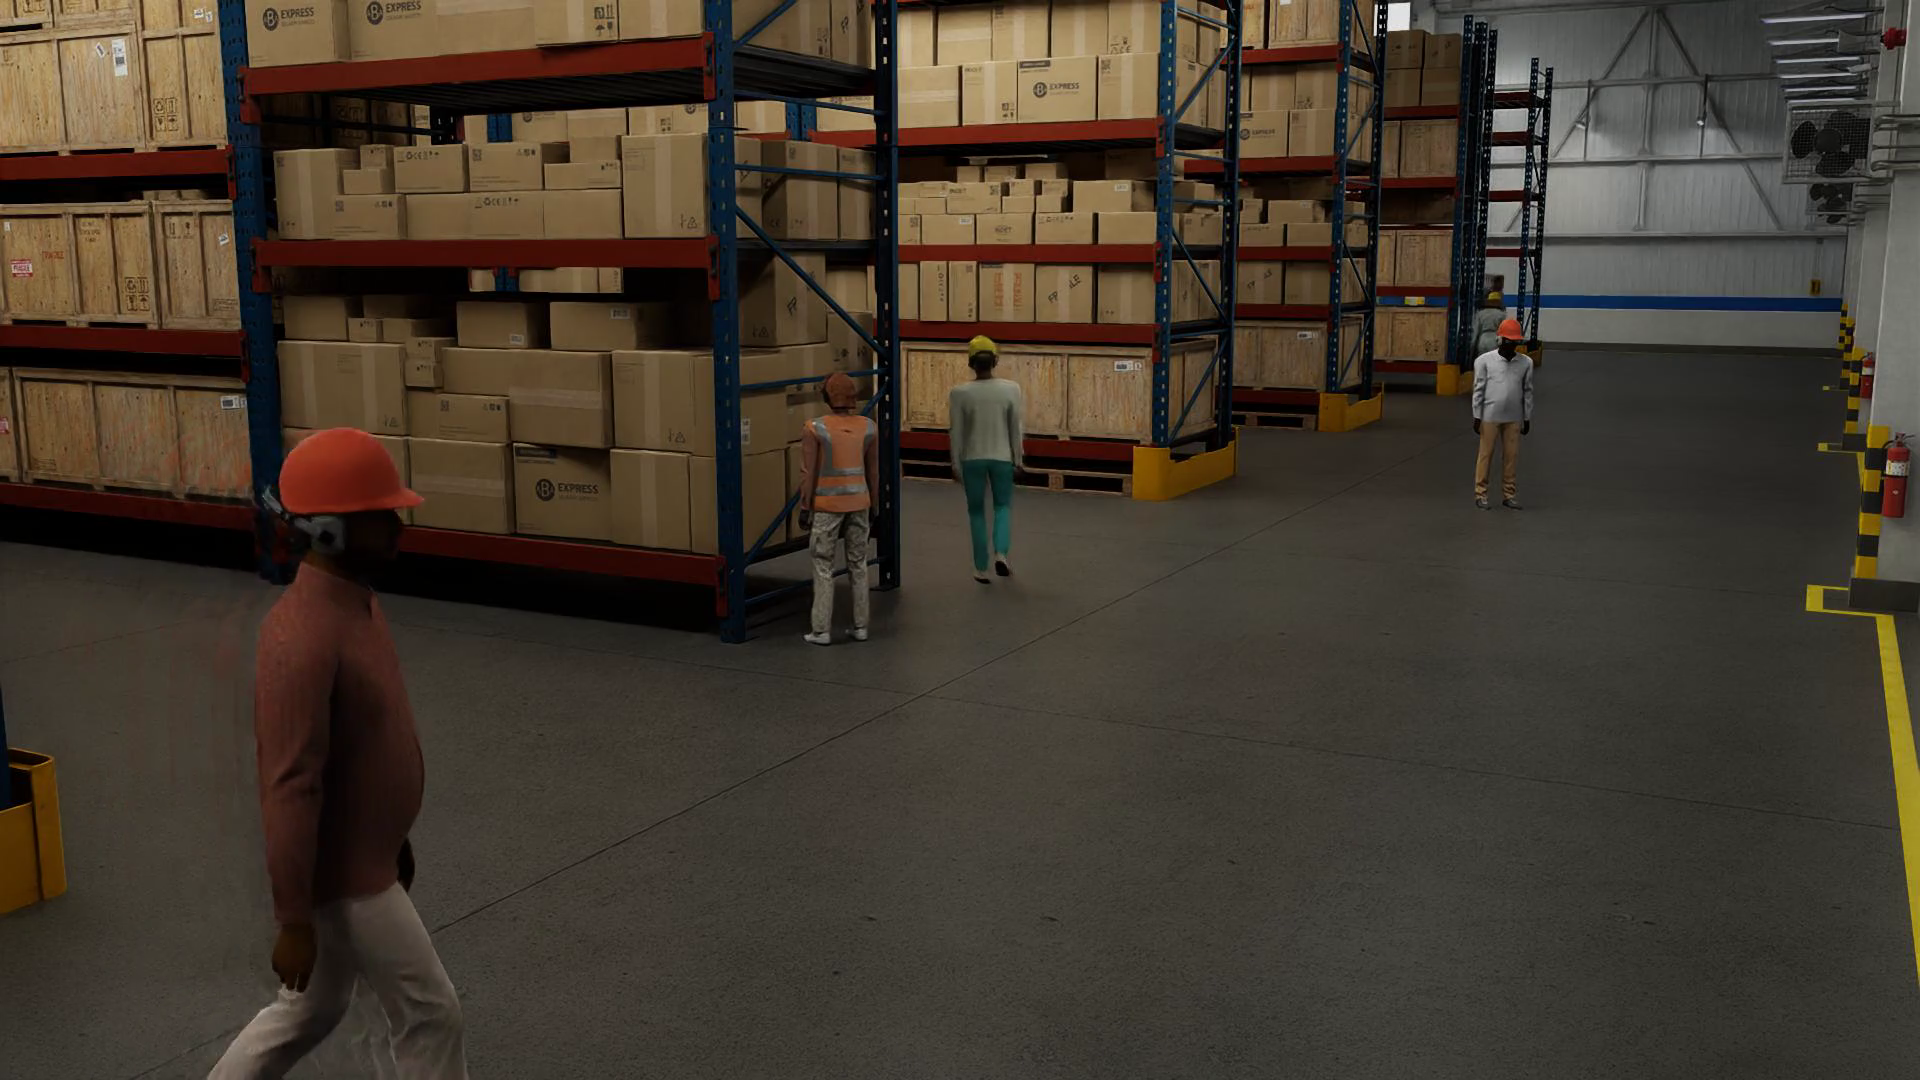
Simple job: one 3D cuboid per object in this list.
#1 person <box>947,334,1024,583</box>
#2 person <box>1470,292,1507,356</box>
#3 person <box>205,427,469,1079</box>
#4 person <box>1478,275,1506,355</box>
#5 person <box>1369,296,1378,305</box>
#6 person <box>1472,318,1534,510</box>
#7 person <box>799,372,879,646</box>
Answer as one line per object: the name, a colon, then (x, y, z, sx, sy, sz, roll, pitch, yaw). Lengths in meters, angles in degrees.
person: (0.176, -0.571, 11.773, 0.535, 1.753, 0.381, -1, 10, -7)
person: (8.545, -3.123, 26.755, 0.587, 1.687, 0.829, 6, 12, 31)
person: (-1.458, 0.714, 3.796, 0.985, 1.960, 0.619, -2, 10, -12)
person: (11.595, -4.804, 36.036, 0.990, 1.860, 0.654, 6, 11, 31)
person: (9.402, -5.190, 38.321, 0.449, 1.827, 0.600, 7, 12, 34)
person: (4.942, -1.139, 15.131, 0.563, 1.743, 0.349, 0, 10, -3)
person: (-0.709, -0.182, 9.921, 0.525, 1.632, 0.312, -6, 11, -31)
